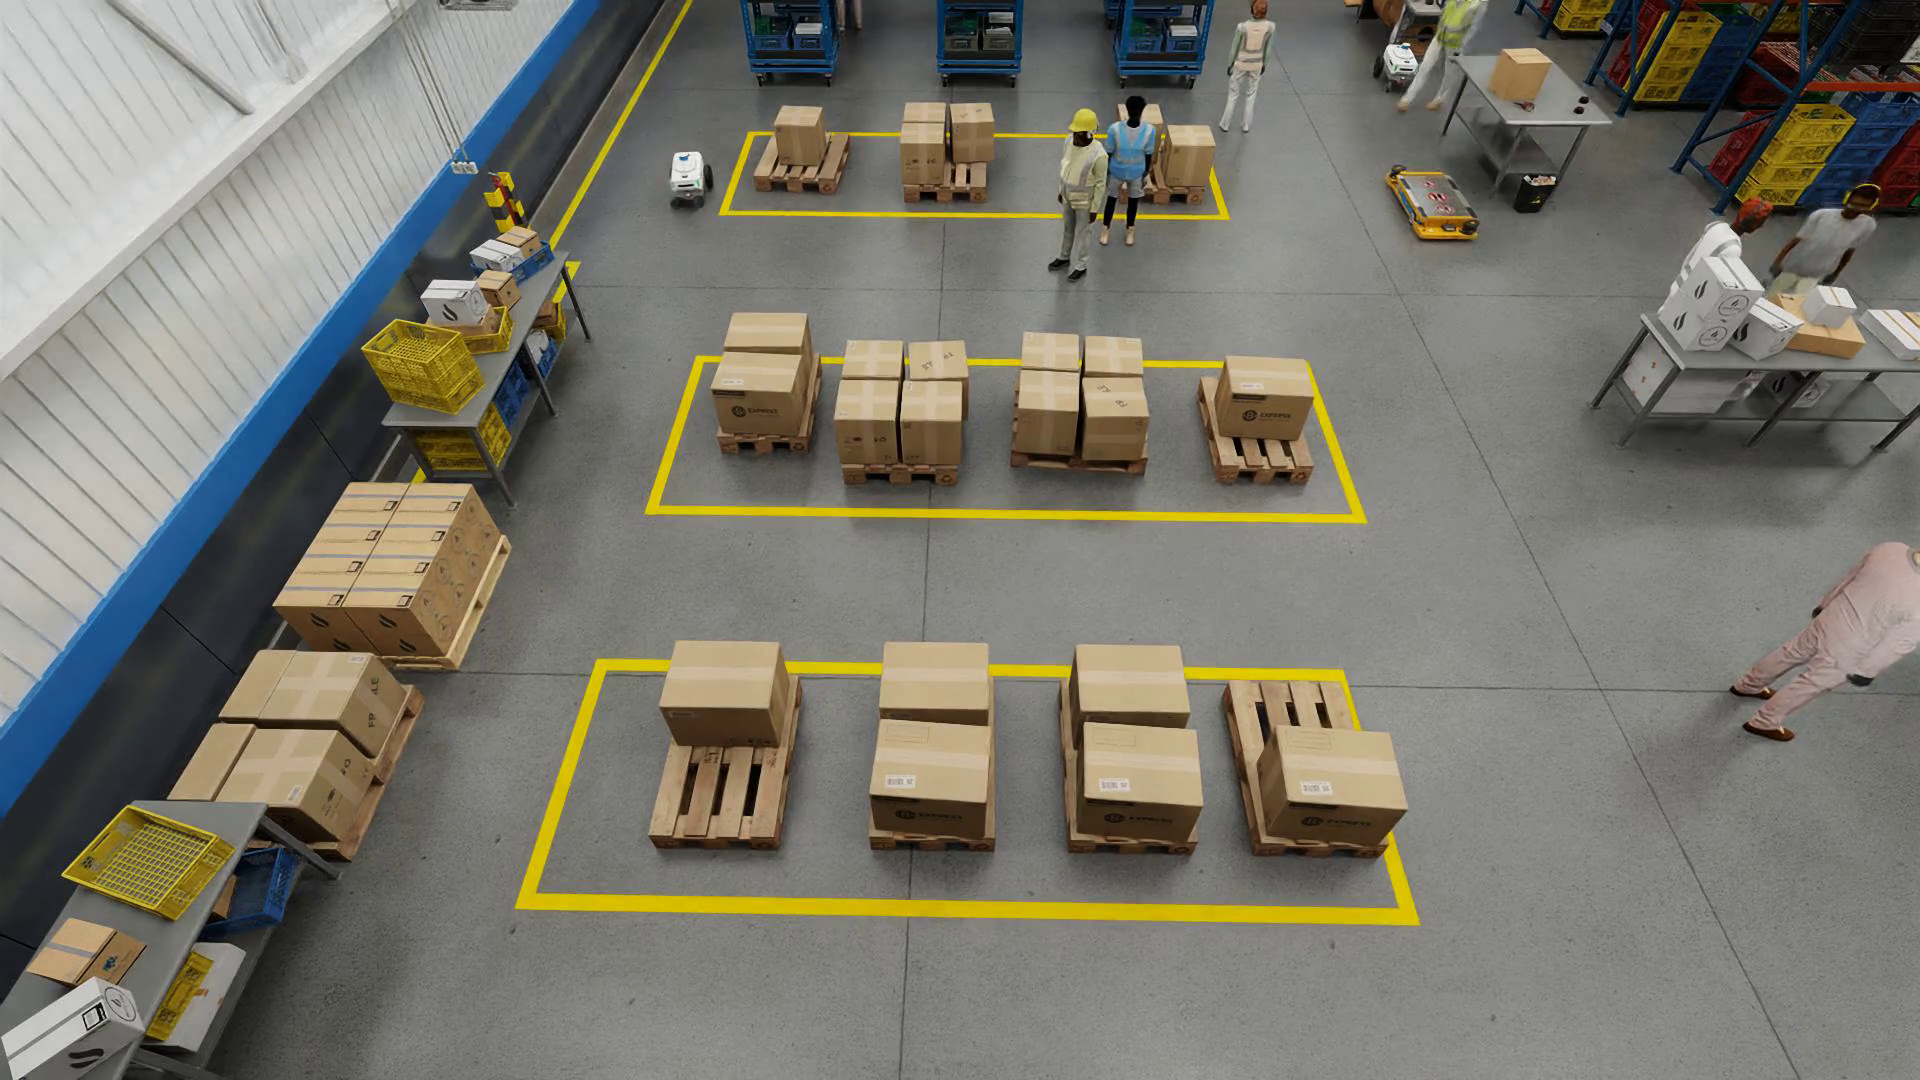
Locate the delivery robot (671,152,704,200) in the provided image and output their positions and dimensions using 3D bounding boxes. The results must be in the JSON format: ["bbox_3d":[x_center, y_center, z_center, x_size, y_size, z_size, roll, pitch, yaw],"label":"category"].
[{"bbox_3d":[-3.306,-4.443,11.115,0.477,0.478,0.707,-7,49,-6],"label":"delivery robot"}]

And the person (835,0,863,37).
[{"bbox_3d":[-1.752,-8.839,14.048,0.625,1.980,0.410,-17,51,-14],"label":"person"}]

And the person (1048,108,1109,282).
[{"bbox_3d":[1.237,-3.593,9.598,0.404,1.834,0.591,-29,55,-23],"label":"person"}]

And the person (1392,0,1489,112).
[{"bbox_3d":[6.460,-6.612,12.230,0.949,1.795,0.630,-26,54,-20],"label":"person"}]

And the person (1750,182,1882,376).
[{"bbox_3d":[7.873,-2.423,8.582,0.551,1.834,0.787,27,54,22],"label":"person"}]

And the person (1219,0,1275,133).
[{"bbox_3d":[3.746,-6.178,11.971,0.521,1.633,0.315,3,49,2],"label":"person"}]

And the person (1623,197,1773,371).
[{"bbox_3d":[6.690,-2.233,8.388,0.354,1.885,0.572,9,50,8],"label":"person"}]

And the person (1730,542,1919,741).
[{"bbox_3d":[5.772,0.617,5.917,0.401,1.900,0.647,10,50,9],"label":"person"}]

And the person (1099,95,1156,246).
[{"bbox_3d":[1.829,-4.043,10.083,0.540,1.692,0.319,4,49,3],"label":"person"}]

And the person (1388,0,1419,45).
[{"bbox_3d":[6.617,-7.914,13.280,0.384,1.931,0.640,21,52,17],"label":"person"}]

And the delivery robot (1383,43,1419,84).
[{"bbox_3d":[6.373,-6.919,13.258,0.477,0.478,0.707,4,49,4],"label":"delivery robot"}]

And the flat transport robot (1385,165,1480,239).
[{"bbox_3d":[5.692,-4.094,11.059,0.652,0.197,1.431,1,49,1],"label":"flat transport robot"}]
